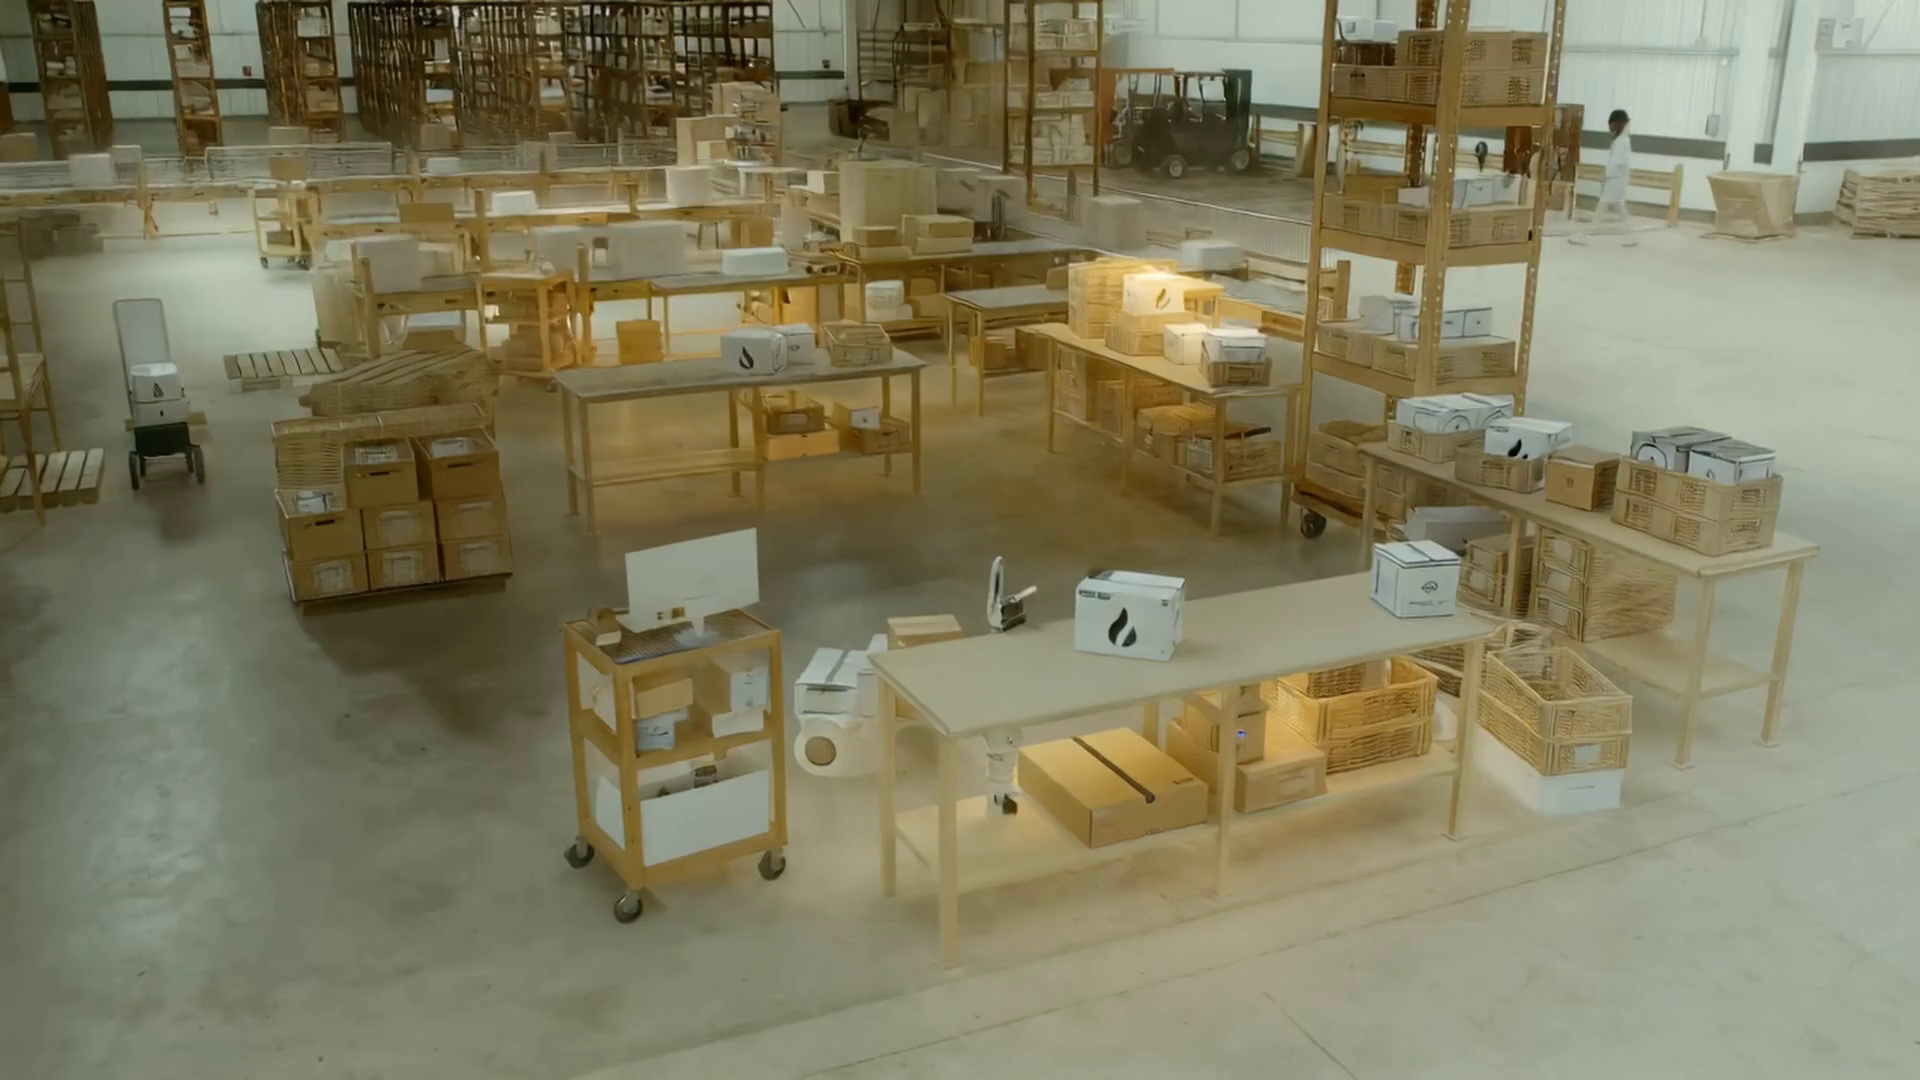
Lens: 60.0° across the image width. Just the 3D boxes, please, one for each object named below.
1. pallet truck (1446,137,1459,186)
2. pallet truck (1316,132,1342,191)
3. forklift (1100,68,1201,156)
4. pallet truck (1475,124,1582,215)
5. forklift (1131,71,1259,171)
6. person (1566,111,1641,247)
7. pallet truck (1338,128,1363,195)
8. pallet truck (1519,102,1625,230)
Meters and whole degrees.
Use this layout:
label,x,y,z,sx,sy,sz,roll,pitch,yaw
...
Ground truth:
label,x,y,z,sx,sy,sz,roll,pitch,yaw
pallet truck,9.184,-6.485,29.328,1.630,1.274,0.653,-8,19,-23
pallet truck,7.723,-7.504,32.656,1.601,1.201,0.680,-8,19,-23
forklift,4.082,-9.564,37.410,2.680,1.987,1.157,-8,19,-23
pallet truck,9.707,-6.455,28.103,1.885,1.965,0.823,-7,19,-20
forklift,4.998,-8.936,35.413,2.680,1.987,1.157,-9,20,-25
person,9.623,-5.295,24.473,1.071,1.985,0.634,5,18,16
pallet truck,7.845,-7.140,31.411,1.522,1.261,0.704,-9,20,-25
pallet truck,9.972,-6.037,26.785,1.885,1.965,0.823,-9,20,-25
